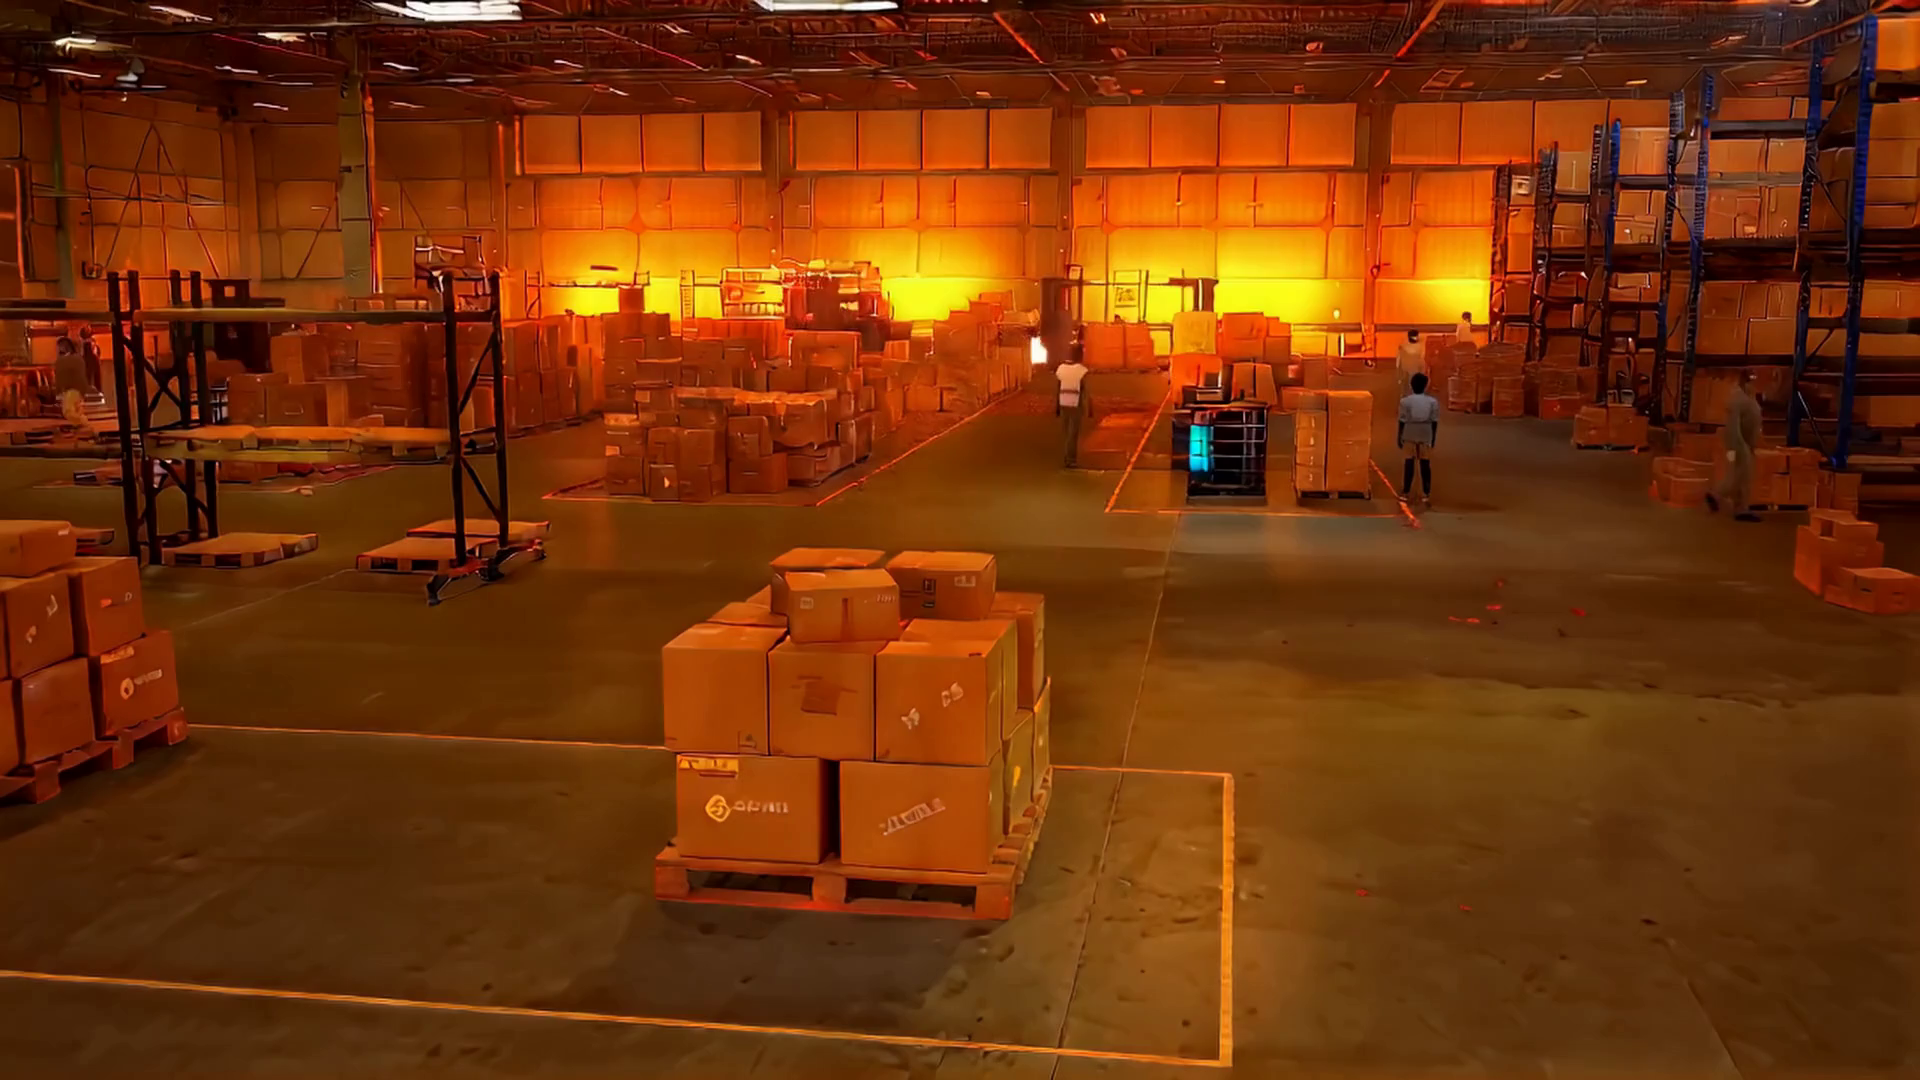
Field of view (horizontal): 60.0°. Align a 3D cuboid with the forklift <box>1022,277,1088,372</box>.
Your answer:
[{"bbox_3d":[2.722,-6.392,49.336,1.873,2.768,1.129,6,11,34],"label":"forklift"}]

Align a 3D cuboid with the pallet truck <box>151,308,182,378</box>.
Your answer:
[{"bbox_3d":[-21.869,-5.598,47.154,0.823,1.965,1.885,4,10,26],"label":"pallet truck"}]

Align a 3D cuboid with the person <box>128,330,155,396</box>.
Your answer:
[{"bbox_3d":[-19.897,-4.287,40.272,0.781,1.611,0.523,2,9,12],"label":"person"}]

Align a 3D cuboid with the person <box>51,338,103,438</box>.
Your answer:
[{"bbox_3d":[-15.323,-2.553,28.739,0.620,1.893,1.038,5,11,30],"label":"person"}]

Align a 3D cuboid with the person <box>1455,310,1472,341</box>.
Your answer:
[{"bbox_3d":[13.746,-5.287,45.403,0.462,1.954,0.638,0,9,2],"label":"person"}]

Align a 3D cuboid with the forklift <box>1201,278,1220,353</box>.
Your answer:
[{"bbox_3d":[6.438,-5.391,43.162,1.873,2.768,1.129,1,9,9],"label":"forklift"}]

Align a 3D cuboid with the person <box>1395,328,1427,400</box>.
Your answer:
[{"bbox_3d":[8.940,-3.237,32.904,0.661,1.887,0.997,0,9,-1],"label":"person"}]

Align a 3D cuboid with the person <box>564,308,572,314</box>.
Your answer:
[{"bbox_3d":[-11.698,-5.960,49.614,0.568,1.920,0.414,-2,9,-13],"label":"person"}]

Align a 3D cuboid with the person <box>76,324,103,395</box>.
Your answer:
[{"bbox_3d":[-19.360,-3.879,37.040,0.504,1.840,0.345,-2,9,-13],"label":"person"}]

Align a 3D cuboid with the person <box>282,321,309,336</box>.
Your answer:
[{"bbox_3d":[-15.950,-4.393,39.955,0.649,1.920,0.436,0,9,-2],"label":"person"}]

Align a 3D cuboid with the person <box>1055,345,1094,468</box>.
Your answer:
[{"bbox_3d":[1.822,-2.065,25.676,0.620,1.890,0.738,7,12,38],"label":"person"}]

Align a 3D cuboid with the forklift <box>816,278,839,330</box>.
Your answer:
[{"bbox_3d":[-3.343,-5.245,42.263,1.873,2.768,1.129,1,9,9],"label":"forklift"}]

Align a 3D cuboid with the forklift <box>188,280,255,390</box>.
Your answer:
[{"bbox_3d":[-15.708,-4.216,35.914,1.129,2.768,1.873,5,10,28],"label":"forklift"}]

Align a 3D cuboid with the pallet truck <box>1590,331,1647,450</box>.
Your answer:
[{"bbox_3d":[11.253,-2.573,28.499,0.823,1.965,1.885,5,10,27],"label":"pallet truck"}]

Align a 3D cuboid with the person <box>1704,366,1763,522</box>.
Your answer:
[{"bbox_3d":[9.460,-1.179,20.238,0.654,1.882,0.687,-9,13,-44],"label":"person"}]

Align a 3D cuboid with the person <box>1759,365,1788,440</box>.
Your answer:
[{"bbox_3d":[14.480,-2.747,29.744,0.705,1.939,0.637,1,9,6],"label":"person"}]

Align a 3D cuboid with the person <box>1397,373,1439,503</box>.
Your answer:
[{"bbox_3d":[5.967,-1.323,21.717,0.536,1.697,0.318,0,9,-2],"label":"person"}]
